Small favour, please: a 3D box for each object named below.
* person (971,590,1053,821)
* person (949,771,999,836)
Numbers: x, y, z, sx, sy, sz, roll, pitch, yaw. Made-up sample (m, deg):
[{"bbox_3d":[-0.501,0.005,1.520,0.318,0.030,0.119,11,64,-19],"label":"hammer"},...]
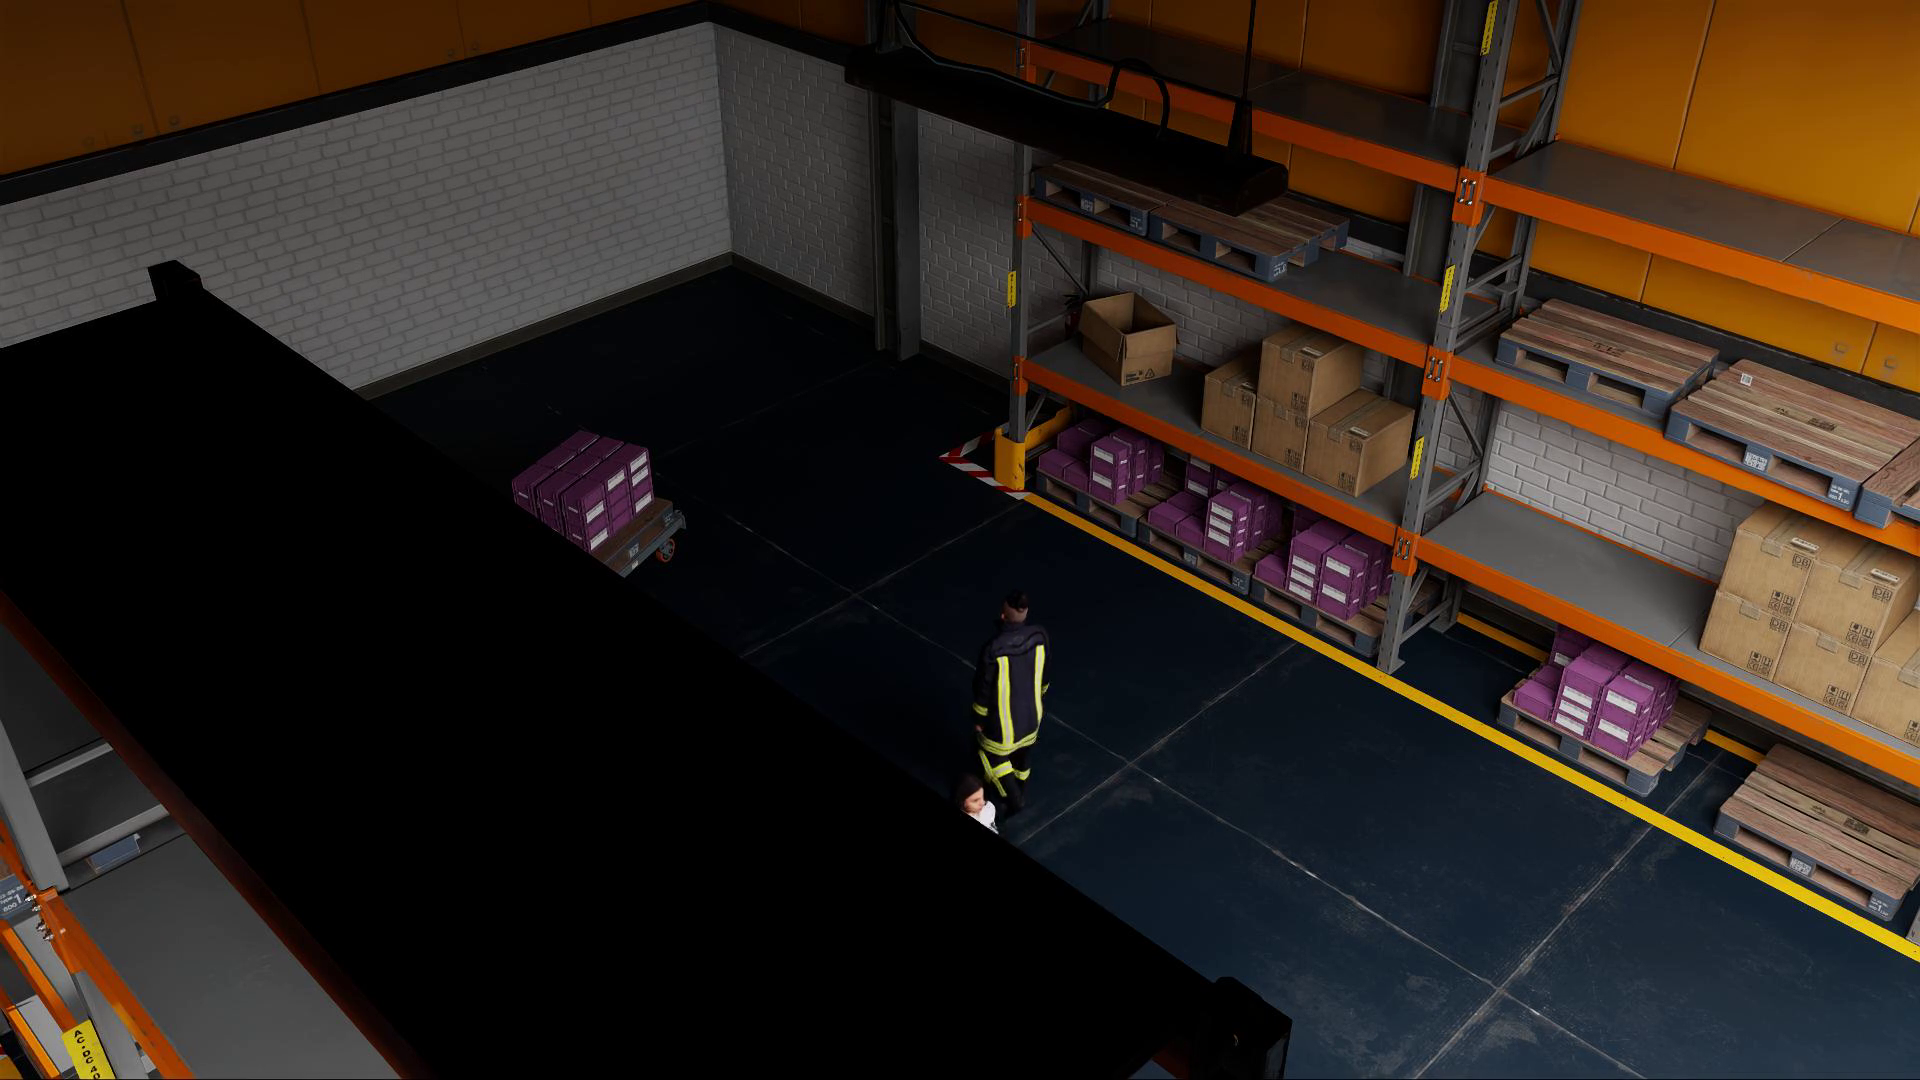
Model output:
[{"bbox_3d":[0.373,1.146,11.201,0.855,1.851,0.905,-19,38,-26],"label":"person"},{"bbox_3d":[-0.020,2.051,9.929,1.121,1.752,0.741,20,39,28],"label":"person"}]
